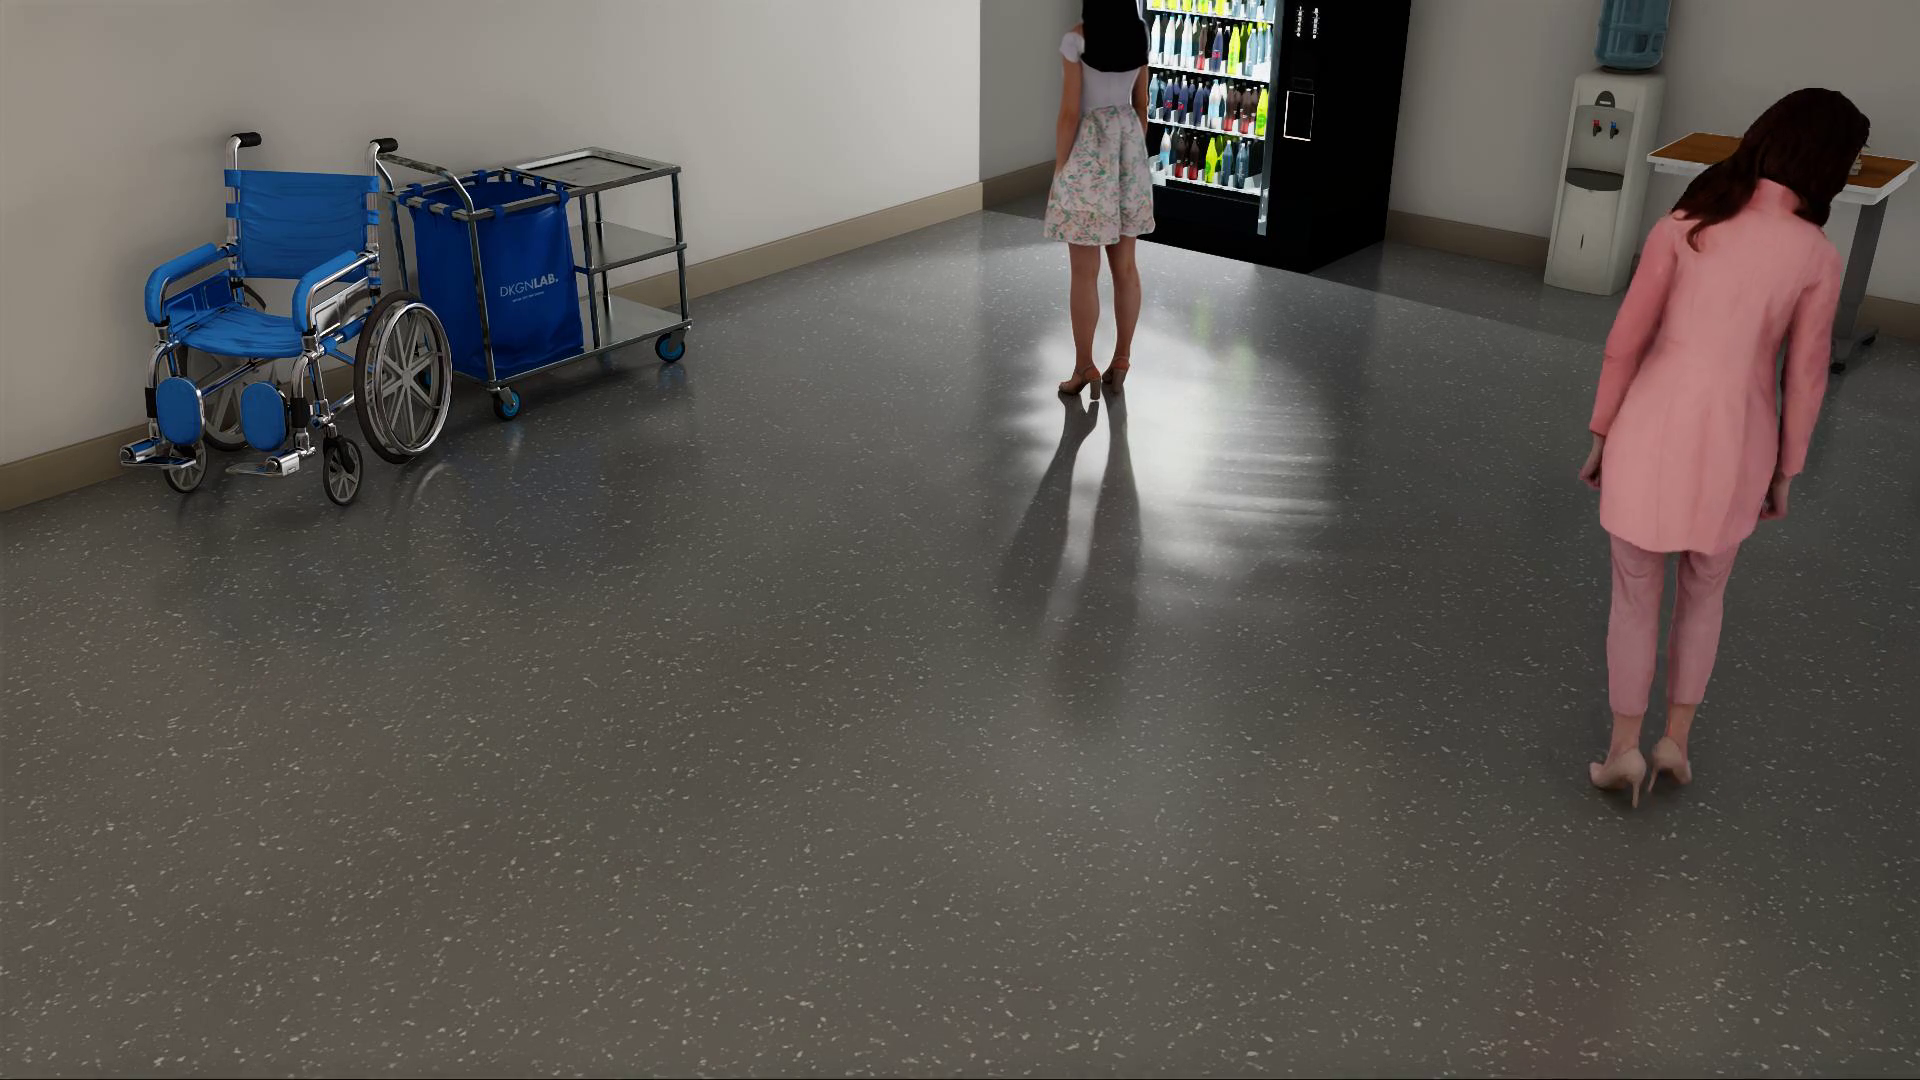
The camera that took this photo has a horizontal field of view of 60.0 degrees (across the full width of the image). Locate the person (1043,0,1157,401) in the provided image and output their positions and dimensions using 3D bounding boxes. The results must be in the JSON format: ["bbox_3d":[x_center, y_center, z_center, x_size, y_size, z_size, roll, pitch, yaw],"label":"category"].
[{"bbox_3d":[0.560,-1.428,6.575,0.744,1.775,0.760,-13,29,-25],"label":"person"}]

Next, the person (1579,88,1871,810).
[{"bbox_3d":[1.728,-0.186,3.983,0.643,1.790,0.784,0,26,1],"label":"person"}]
